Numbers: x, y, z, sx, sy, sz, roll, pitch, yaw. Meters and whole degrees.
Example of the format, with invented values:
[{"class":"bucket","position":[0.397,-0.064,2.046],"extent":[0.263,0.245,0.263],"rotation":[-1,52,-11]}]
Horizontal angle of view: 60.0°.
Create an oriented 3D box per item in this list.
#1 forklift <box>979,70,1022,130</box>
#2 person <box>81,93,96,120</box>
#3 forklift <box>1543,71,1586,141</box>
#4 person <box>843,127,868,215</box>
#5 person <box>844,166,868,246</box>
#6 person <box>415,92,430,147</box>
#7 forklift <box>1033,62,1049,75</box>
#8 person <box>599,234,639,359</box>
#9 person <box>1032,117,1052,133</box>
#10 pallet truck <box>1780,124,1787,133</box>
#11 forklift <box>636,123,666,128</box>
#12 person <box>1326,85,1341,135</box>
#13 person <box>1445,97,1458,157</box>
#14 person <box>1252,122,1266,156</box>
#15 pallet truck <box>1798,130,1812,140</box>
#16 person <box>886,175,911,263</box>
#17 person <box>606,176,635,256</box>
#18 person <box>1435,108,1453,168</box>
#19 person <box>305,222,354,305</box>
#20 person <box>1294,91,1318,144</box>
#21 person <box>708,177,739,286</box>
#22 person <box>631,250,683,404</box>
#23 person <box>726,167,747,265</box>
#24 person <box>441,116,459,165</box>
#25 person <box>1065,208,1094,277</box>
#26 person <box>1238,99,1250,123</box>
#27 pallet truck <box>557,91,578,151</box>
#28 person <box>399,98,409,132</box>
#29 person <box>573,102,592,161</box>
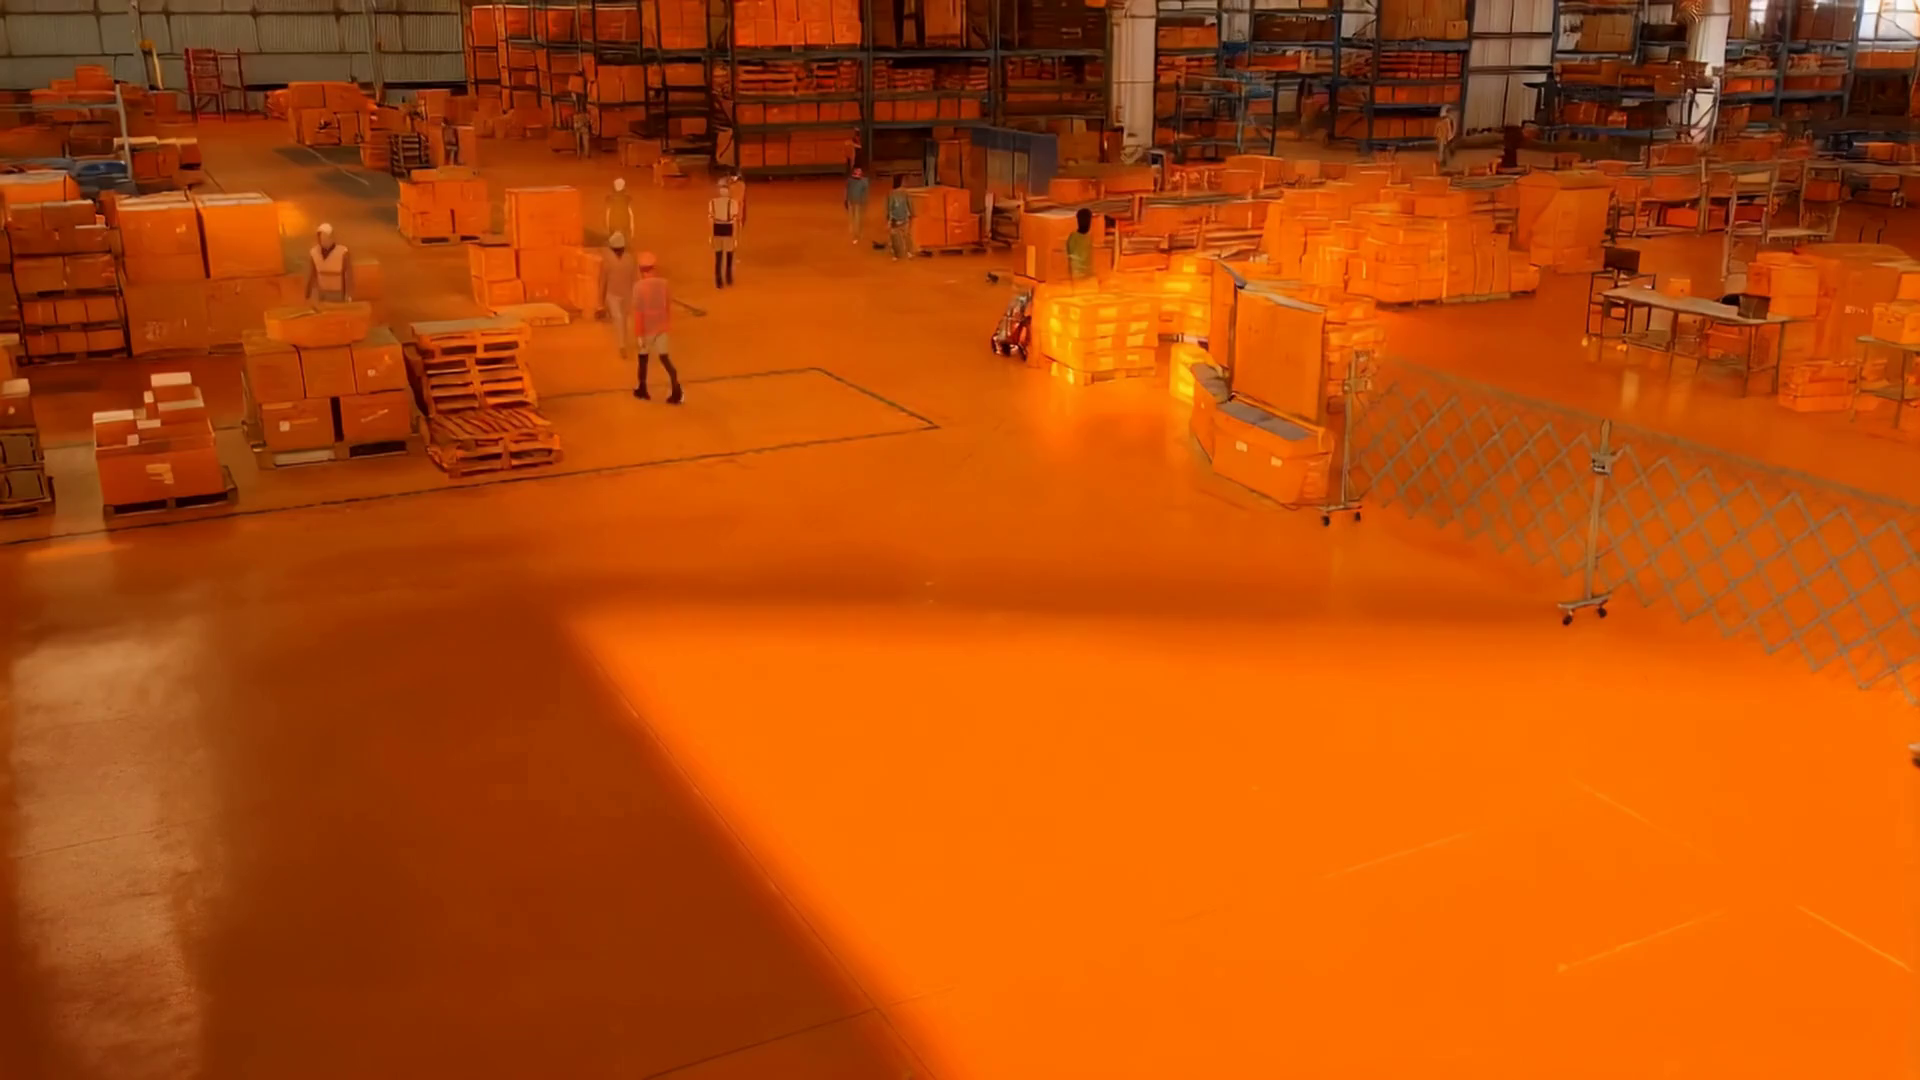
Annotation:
[{"class":"forklift","position":[0.979,-13.608,53.258],"extent":[1.873,2.768,1.129],"rotation":[-9,20,-26]},{"class":"person","position":[-33.154,-16.147,63.218],"extent":[0.527,1.615,0.755],"rotation":[0,18,1]},{"class":"forklift","position":[18.685,-13.231,52.085],"extent":[1.873,2.768,1.129],"rotation":[-9,20,-26]},{"class":"person","position":[-2.445,-8.763,39.508],"extent":[0.539,2.000,0.689],"rotation":[8,19,23]},{"class":"person","position":[-2.154,-6.933,34.464],"extent":[0.514,1.621,0.435],"rotation":[3,18,8]},{"class":"person","position":[-18.869,-14.746,58.376],"extent":[0.587,1.911,0.397],"rotation":[15,23,38]},{"class":"forklift","position":[3.383,-18.477,68.438],"extent":[1.129,2.768,1.873],"rotation":[-10,20,-27]},{"class":"person","position":[-4.830,-3.492,23.590],"extent":[0.530,1.726,0.875],"rotation":[-8,19,-23]},{"class":"person","position":[2.161,-10.206,44.091],"extent":[0.617,1.985,0.402],"rotation":[-6,19,-17]},{"class":"pallet truck","position":[25.206,-12.542,52.601],"extent":[1.601,1.201,0.680],"rotation":[0,18,-2]},{"class":"forklift","position":[-12.498,-18.233,67.677],"extent":[1.873,2.768,1.129],"rotation":[-9,20,-26]},{"class":"person","position":[13.708,-15.650,61.001],"extent":[0.510,2.030,0.619],"rotation":[-8,19,-23]},{"class":"person","position":[16.067,-13.545,54.601],"extent":[0.459,1.925,0.573],"rotation":[-9,20,-26]},{"class":"person","position":[8.222,-10.643,45.888],"extent":[0.915,1.722,0.527],"rotation":[-10,20,-28]},{"class":"pallet truck","position":[25.526,-11.556,49.408],"extent":[1.630,1.274,0.653],"rotation":[-9,20,-26]},{"class":"person","position":[-1.185,-6.179,32.051],"extent":[0.543,1.682,0.354],"rotation":[-9,20,-27]},{"class":"person","position":[-6.208,-5.722,30.405],"extent":[0.532,1.809,1.002],"rotation":[-3,18,-11]},{"class":"person","position":[14.876,-12.364,51.123],"extent":[0.782,1.808,0.596],"rotation":[-12,21,-32]},{"class":"person","position":[-8.839,-3.489,23.297],"extent":[0.655,1.903,0.534],"rotation":[4,18,12]},{"class":"person","position":[12.534,-15.227,59.951],"extent":[0.894,1.870,0.646],"rotation":[-2,18,-5]},{"class":"person","position":[-4.154,-5.390,29.212],"extent":[0.564,1.914,0.764],"rotation":[0,18,1]},{"class":"person","position":[-3.784,-2.639,20.649],"extent":[0.555,1.904,0.956],"rotation":[-15,23,-39]},{"class":"person","position":[-4.362,-6.247,31.974],"extent":[0.542,1.849,0.619],"rotation":[-3,18,-8]},{"class":"person","position":[-14.172,-10.787,46.091],"extent":[0.615,1.865,0.602],"rotation":[8,19,23]},{"class":"person","position":[1.774,-3.875,24.387],"extent":[0.369,1.967,0.600],"rotation":[13,22,35]},{"class":"person","position":[10.132,-15.192,59.834],"extent":[0.891,1.861,0.692],"rotation":[0,18,0]},{"class":"pallet truck","position":[-13.495,-14.412,57.188],"extent":[0.823,1.965,1.885],"rotation":[-3,18,-9]},{"class":"person","position":[-20.028,-15.110,59.962],"extent":[0.315,1.630,0.516],"rotation":[-7,19,-20]},{"class":"person","position":[-12.057,-13.043,53.174],"extent":[0.624,1.844,0.429],"rotation":[-1,18,-2]}]
